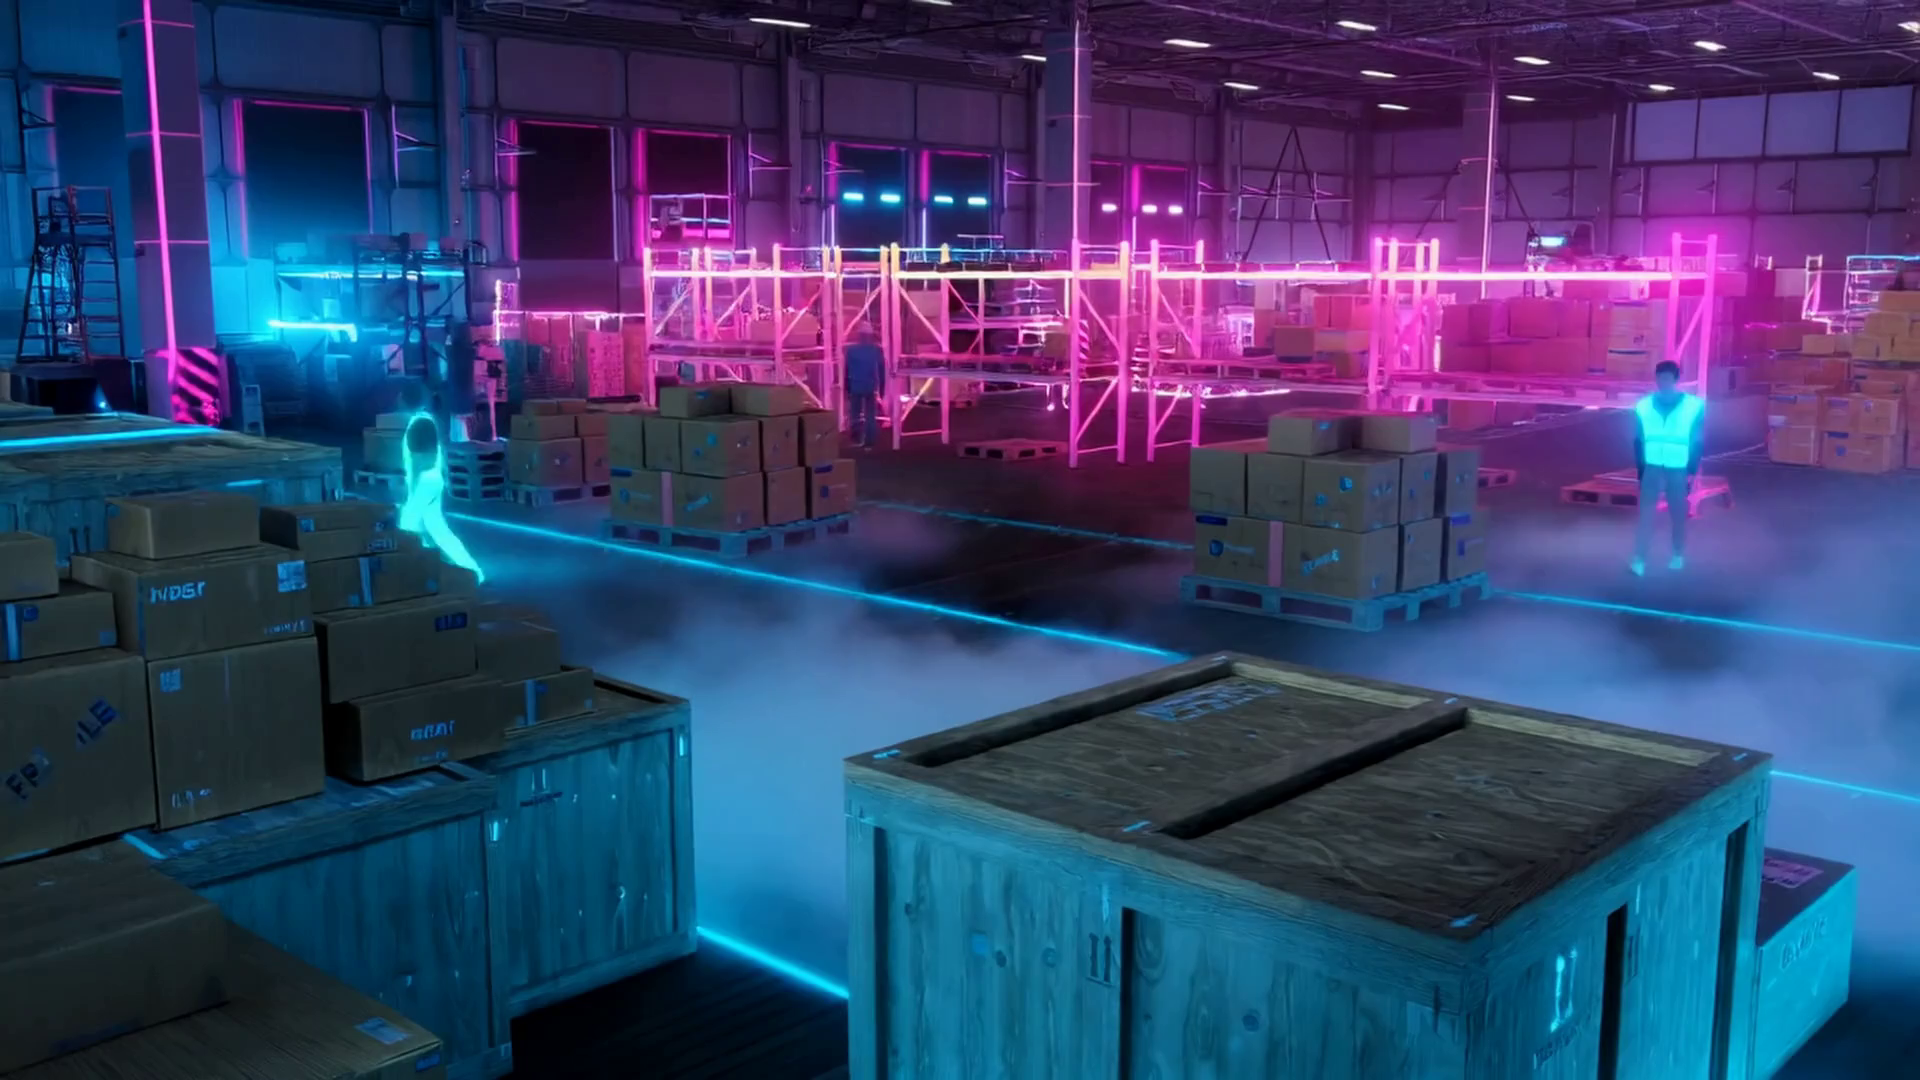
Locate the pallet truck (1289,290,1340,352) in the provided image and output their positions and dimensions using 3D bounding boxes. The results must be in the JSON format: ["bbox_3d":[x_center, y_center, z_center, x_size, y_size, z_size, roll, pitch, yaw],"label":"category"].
[{"bbox_3d":[11.297,-6.951,52.861,1.885,1.965,0.823,-5,11,-29],"label":"pallet truck"}]

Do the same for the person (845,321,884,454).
[{"bbox_3d":[-1.421,-2.215,24.103,0.599,1.900,0.756,-3,10,-19],"label":"person"}]

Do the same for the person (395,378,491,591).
[{"bbox_3d":[-4.253,-0.396,13.292,0.948,1.805,0.532,-3,10,-17],"label":"person"}]

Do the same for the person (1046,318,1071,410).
[{"bbox_3d":[1.868,-3.332,31.470,0.485,1.739,0.319,-2,9,-11],"label":"person"}]

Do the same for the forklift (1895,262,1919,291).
[{"bbox_3d":[23.015,-5.318,40.151,1.129,2.768,1.873,3,10,18],"label":"forklift"}]

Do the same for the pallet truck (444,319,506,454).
[{"bbox_3d":[-6.981,-1.942,22.150,1.885,1.965,0.823,1,9,9],"label":"pallet truck"}]

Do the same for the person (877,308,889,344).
[{"bbox_3d":[-2.044,-5.356,44.210,0.313,1.634,0.515,1,9,4],"label":"person"}]

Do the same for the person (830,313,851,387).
[{"bbox_3d":[-2.693,-4.227,37.149,0.530,1.671,0.657,1,9,6],"label":"person"}]

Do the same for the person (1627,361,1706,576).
[{"bbox_3d":[6.136,-0.622,14.466,0.593,1.868,1.007,7,11,36],"label":"person"}]

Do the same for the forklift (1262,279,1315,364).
[{"bbox_3d":[8.555,-6.090,44.881,1.873,2.768,1.129,9,13,43],"label":"forklift"}]

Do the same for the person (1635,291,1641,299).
[{"bbox_3d":[22.615,-7.394,55.842,0.407,1.920,0.638,8,12,41],"label":"person"}]
